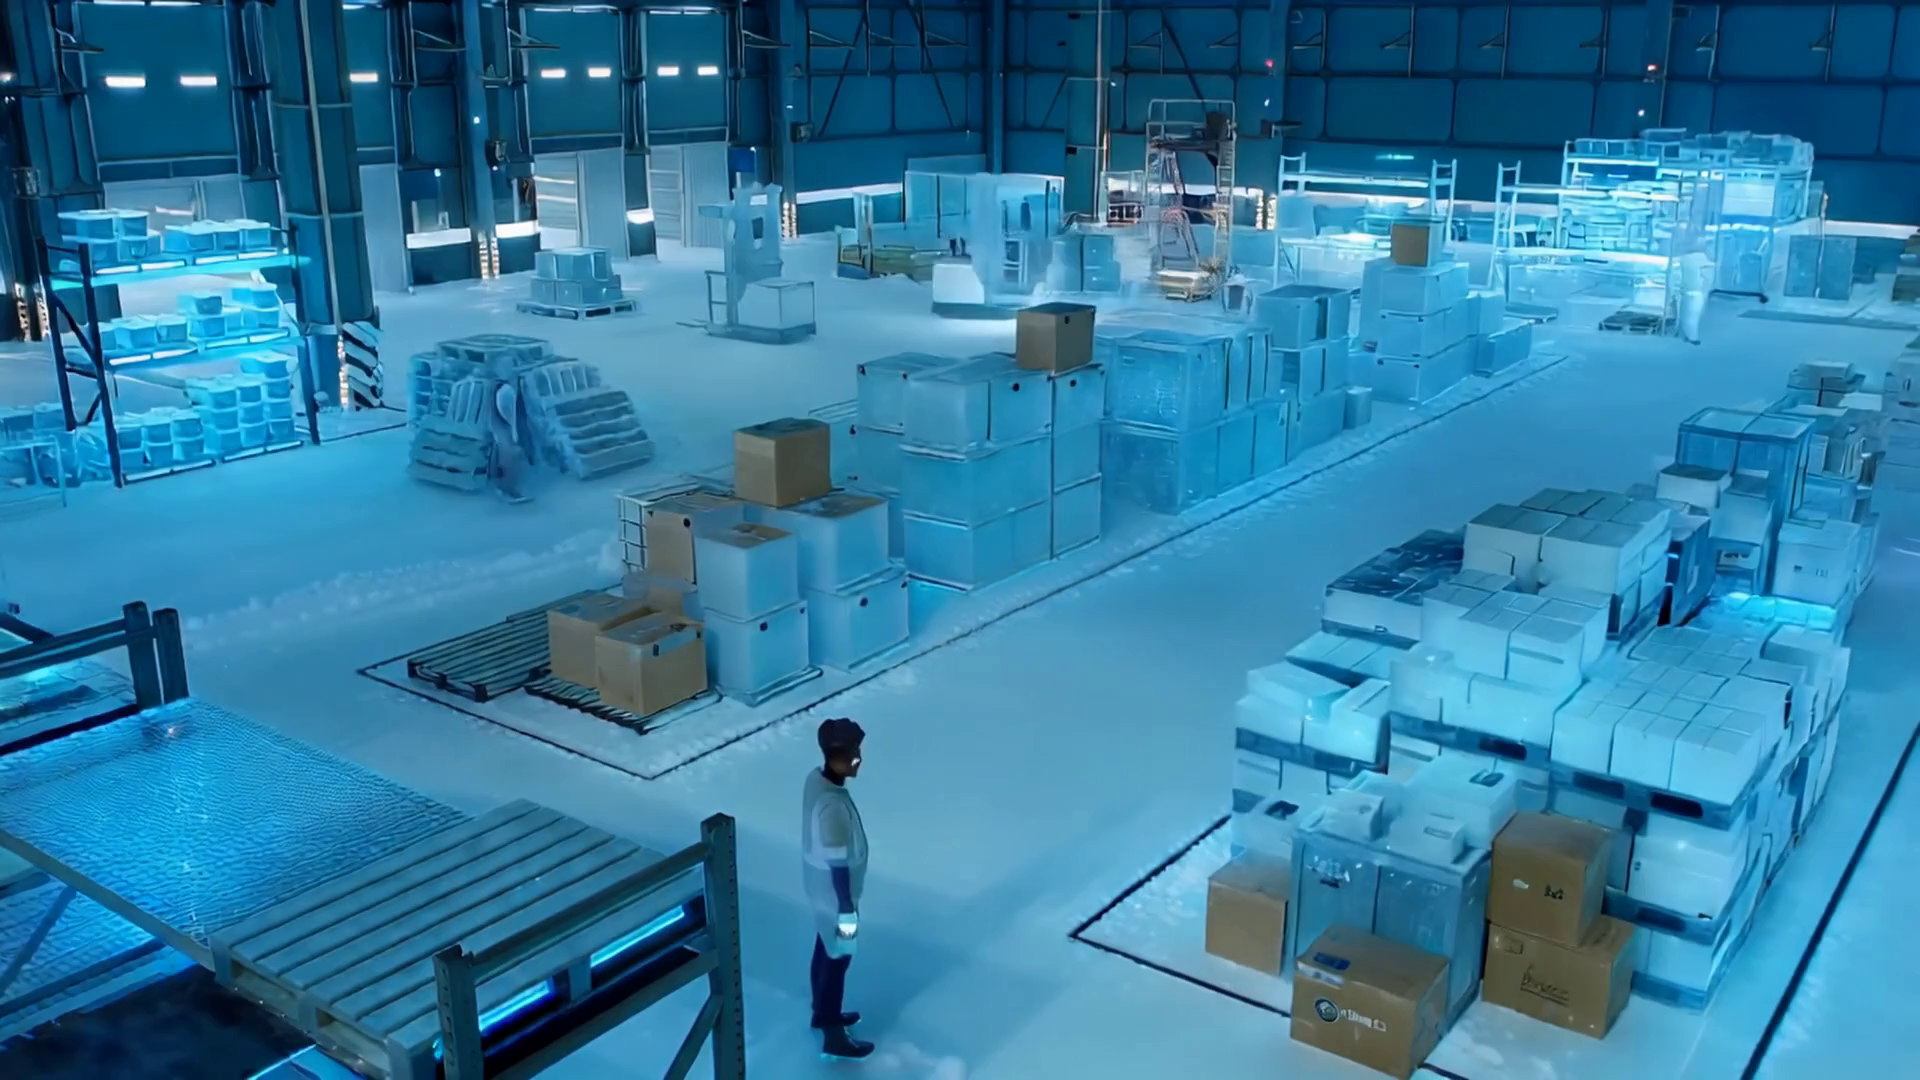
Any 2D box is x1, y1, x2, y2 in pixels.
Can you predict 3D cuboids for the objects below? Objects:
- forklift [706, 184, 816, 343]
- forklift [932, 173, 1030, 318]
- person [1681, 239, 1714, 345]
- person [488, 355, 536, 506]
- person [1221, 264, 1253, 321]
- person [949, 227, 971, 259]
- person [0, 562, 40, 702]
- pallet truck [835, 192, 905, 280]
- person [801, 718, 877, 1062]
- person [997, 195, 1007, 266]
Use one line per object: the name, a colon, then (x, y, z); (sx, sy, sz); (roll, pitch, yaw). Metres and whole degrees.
forklift: (-3.717, -5.181, 30.929); (1.873, 2.768, 1.129); (12, 21, 35)
forklift: (0.432, -5.931, 33.414); (1.873, 2.768, 1.129); (3, 17, 8)
person: (13.480, -4.552, 30.529); (0.515, 1.901, 0.672); (-8, 19, -25)
person: (-5.375, -1.280, 19.787); (0.491, 1.834, 0.544); (-9, 19, -28)
person: (4.482, -3.525, 27.110); (0.546, 1.917, 0.858); (8, 19, 25)
person: (-0.026, -5.855, 35.329); (0.527, 1.612, 0.770); (-6, 18, -20)
person: (-8.115, 0.537, 13.714); (0.756, 1.873, 0.458); (-4, 17, -14)
pallet truck: (-1.936, -7.159, 38.982); (1.885, 1.965, 0.823); (-12, 21, -34)
person: (-0.674, 1.888, 9.081); (0.361, 1.962, 0.613); (-5, 17, -15)
person: (0.881, -7.379, 40.032); (0.586, 1.805, 1.044); (7, 18, 21)
